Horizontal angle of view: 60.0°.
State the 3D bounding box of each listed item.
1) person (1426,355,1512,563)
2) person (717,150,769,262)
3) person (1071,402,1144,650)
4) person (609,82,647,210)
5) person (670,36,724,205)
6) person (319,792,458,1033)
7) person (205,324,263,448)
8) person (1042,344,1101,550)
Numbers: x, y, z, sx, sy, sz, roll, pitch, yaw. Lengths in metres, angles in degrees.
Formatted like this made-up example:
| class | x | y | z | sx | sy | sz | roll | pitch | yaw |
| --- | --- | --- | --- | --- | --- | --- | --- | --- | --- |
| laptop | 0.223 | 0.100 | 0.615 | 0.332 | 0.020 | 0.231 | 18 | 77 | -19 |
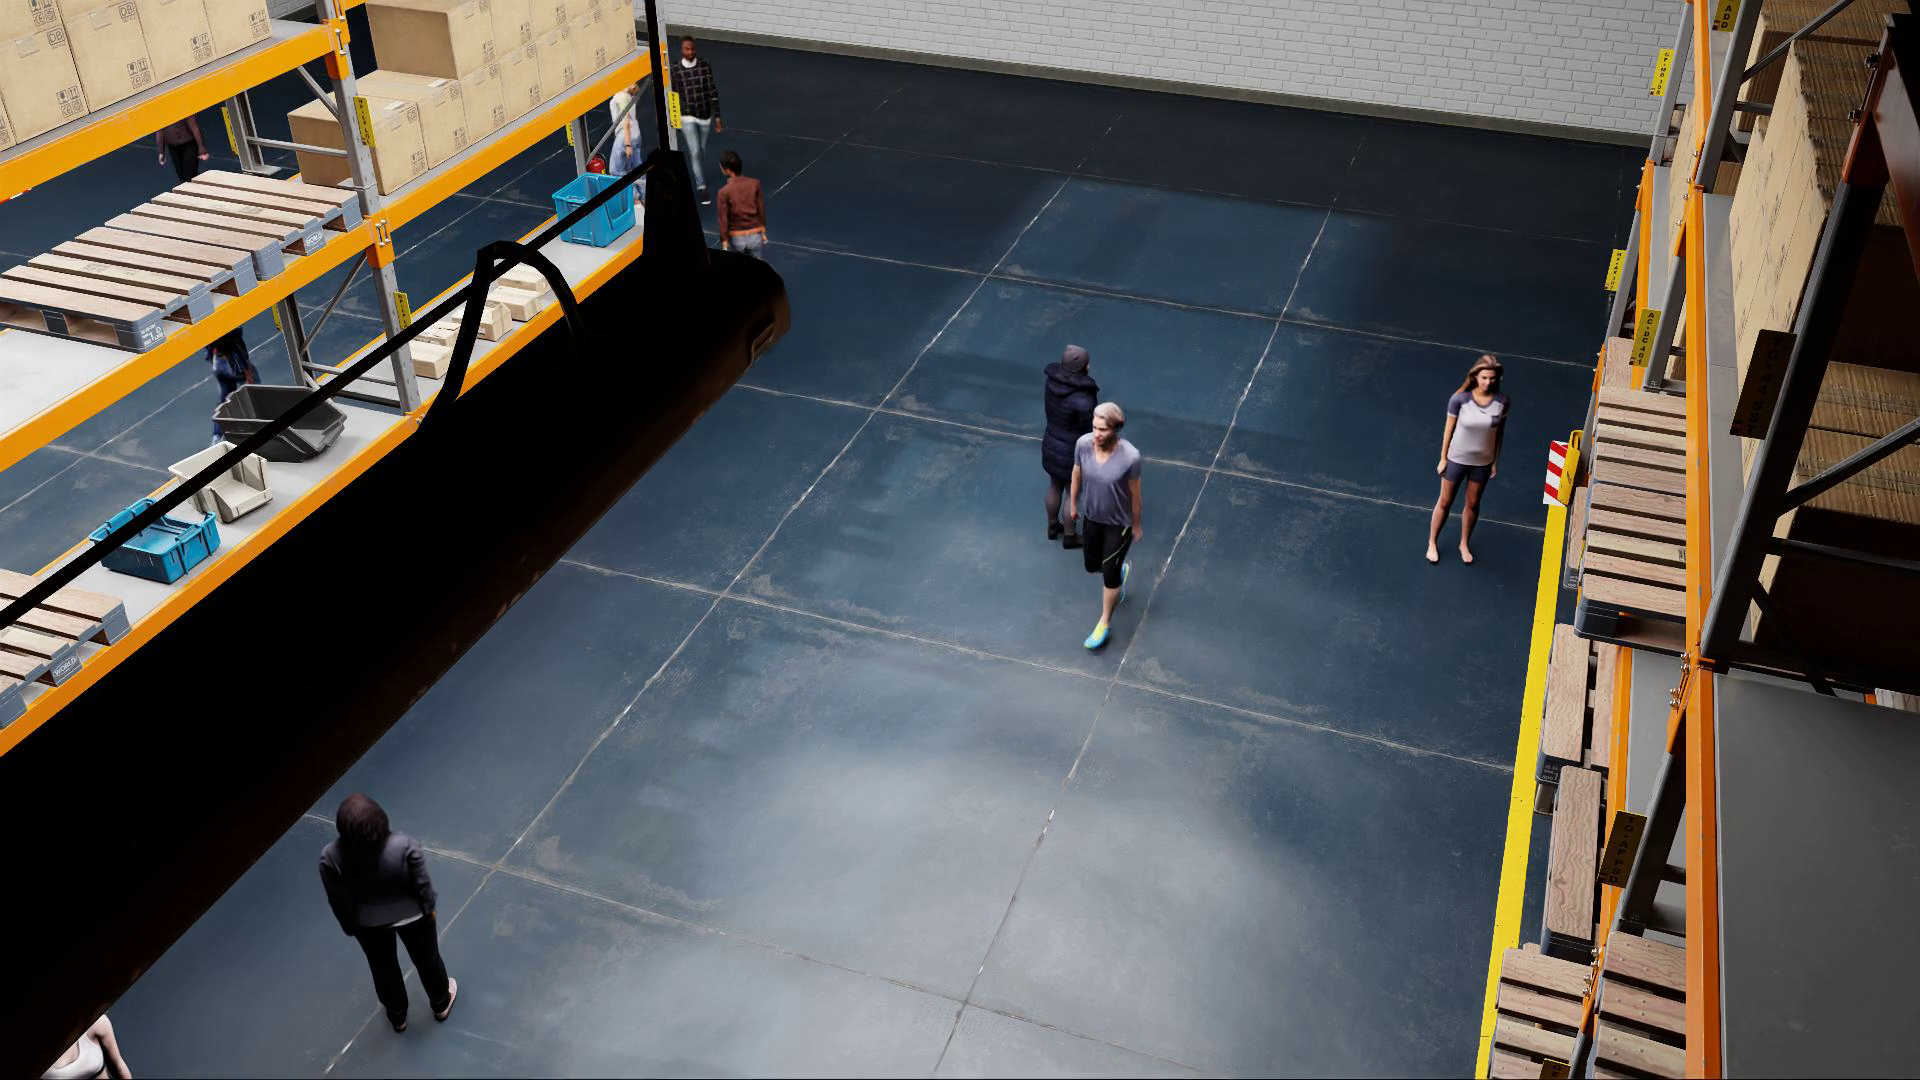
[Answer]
| class | x | y | z | sx | sy | sz | roll | pitch | yaw |
| --- | --- | --- | --- | --- | --- | --- | --- | --- | --- |
| person | 3.753 | -0.605 | 12.285 | 0.642 | 1.727 | 0.614 | 3 | 34 | 5 |
| person | -1.961 | -2.742 | 15.487 | 1.034 | 1.742 | 1.096 | -14 | 36 | -19 |
| person | 1.070 | -0.170 | 11.513 | 0.848 | 1.857 | 1.086 | 17 | 37 | 24 |
| person | -3.465 | -4.282 | 17.833 | 0.780 | 1.709 | 0.678 | 1 | 34 | 2 |
| person | -2.951 | -4.699 | 18.397 | 1.203 | 1.779 | 1.287 | -13 | 36 | -19 |
| person | -2.953 | 1.916 | 8.611 | 0.793 | 1.596 | 0.825 | -6 | 34 | -10 |
| person | -5.962 | -1.336 | 13.507 | 0.619 | 1.592 | 0.993 | 12 | 35 | 18 |
| person | 0.813 | -0.707 | 12.486 | 0.821 | 1.674 | 0.791 | -23 | 40 | -30 |
